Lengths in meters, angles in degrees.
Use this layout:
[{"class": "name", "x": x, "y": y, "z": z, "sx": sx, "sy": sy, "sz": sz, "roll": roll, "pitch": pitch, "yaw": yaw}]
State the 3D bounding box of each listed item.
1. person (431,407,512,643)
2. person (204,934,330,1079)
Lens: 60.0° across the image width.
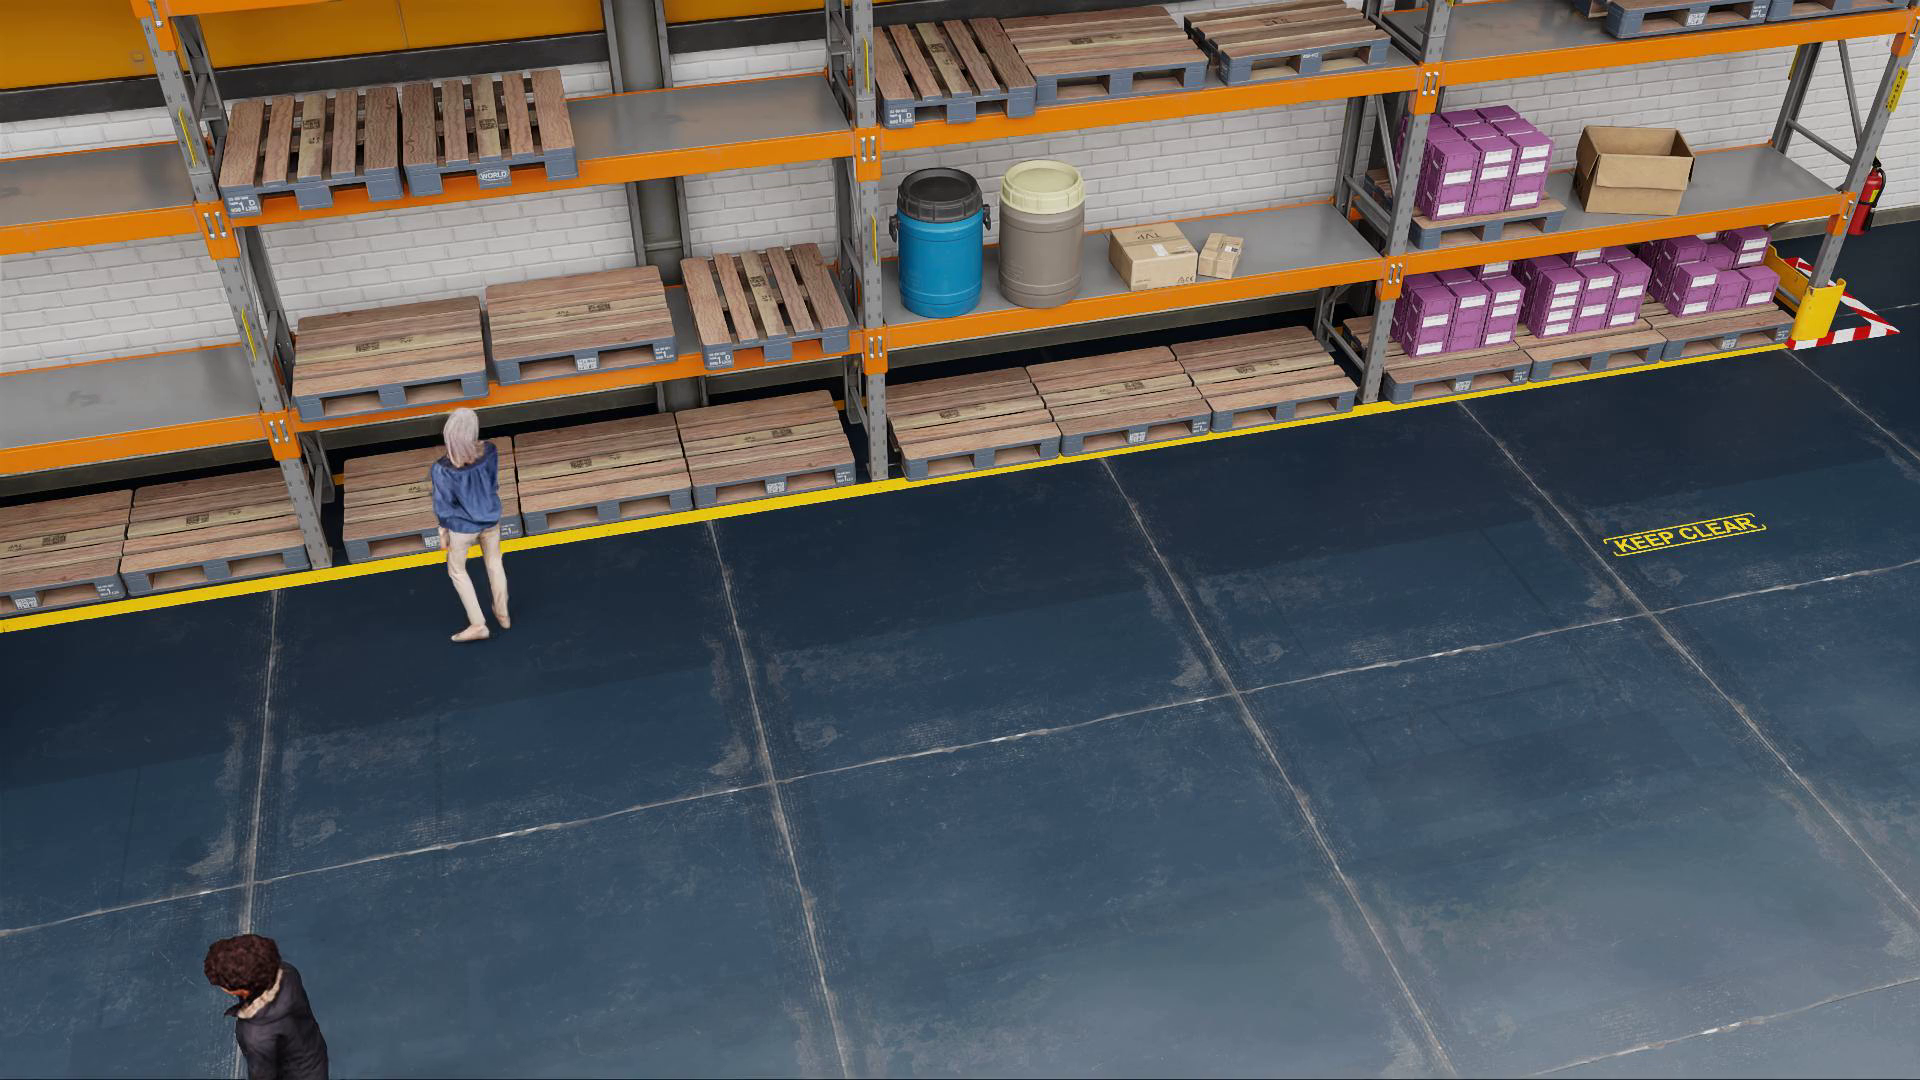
[{"class": "person", "x": -3.118, "y": -0.098, "z": 10.659, "sx": 0.894, "sy": 1.683, "sz": 0.758, "roll": 23, "pitch": 44, "yaw": 26}, {"class": "person", "x": -2.910, "y": 2.375, "z": 7.507, "sx": 1.037, "sy": 1.741, "sz": 0.679, "roll": -7, "pitch": 39, "yaw": -9}]
